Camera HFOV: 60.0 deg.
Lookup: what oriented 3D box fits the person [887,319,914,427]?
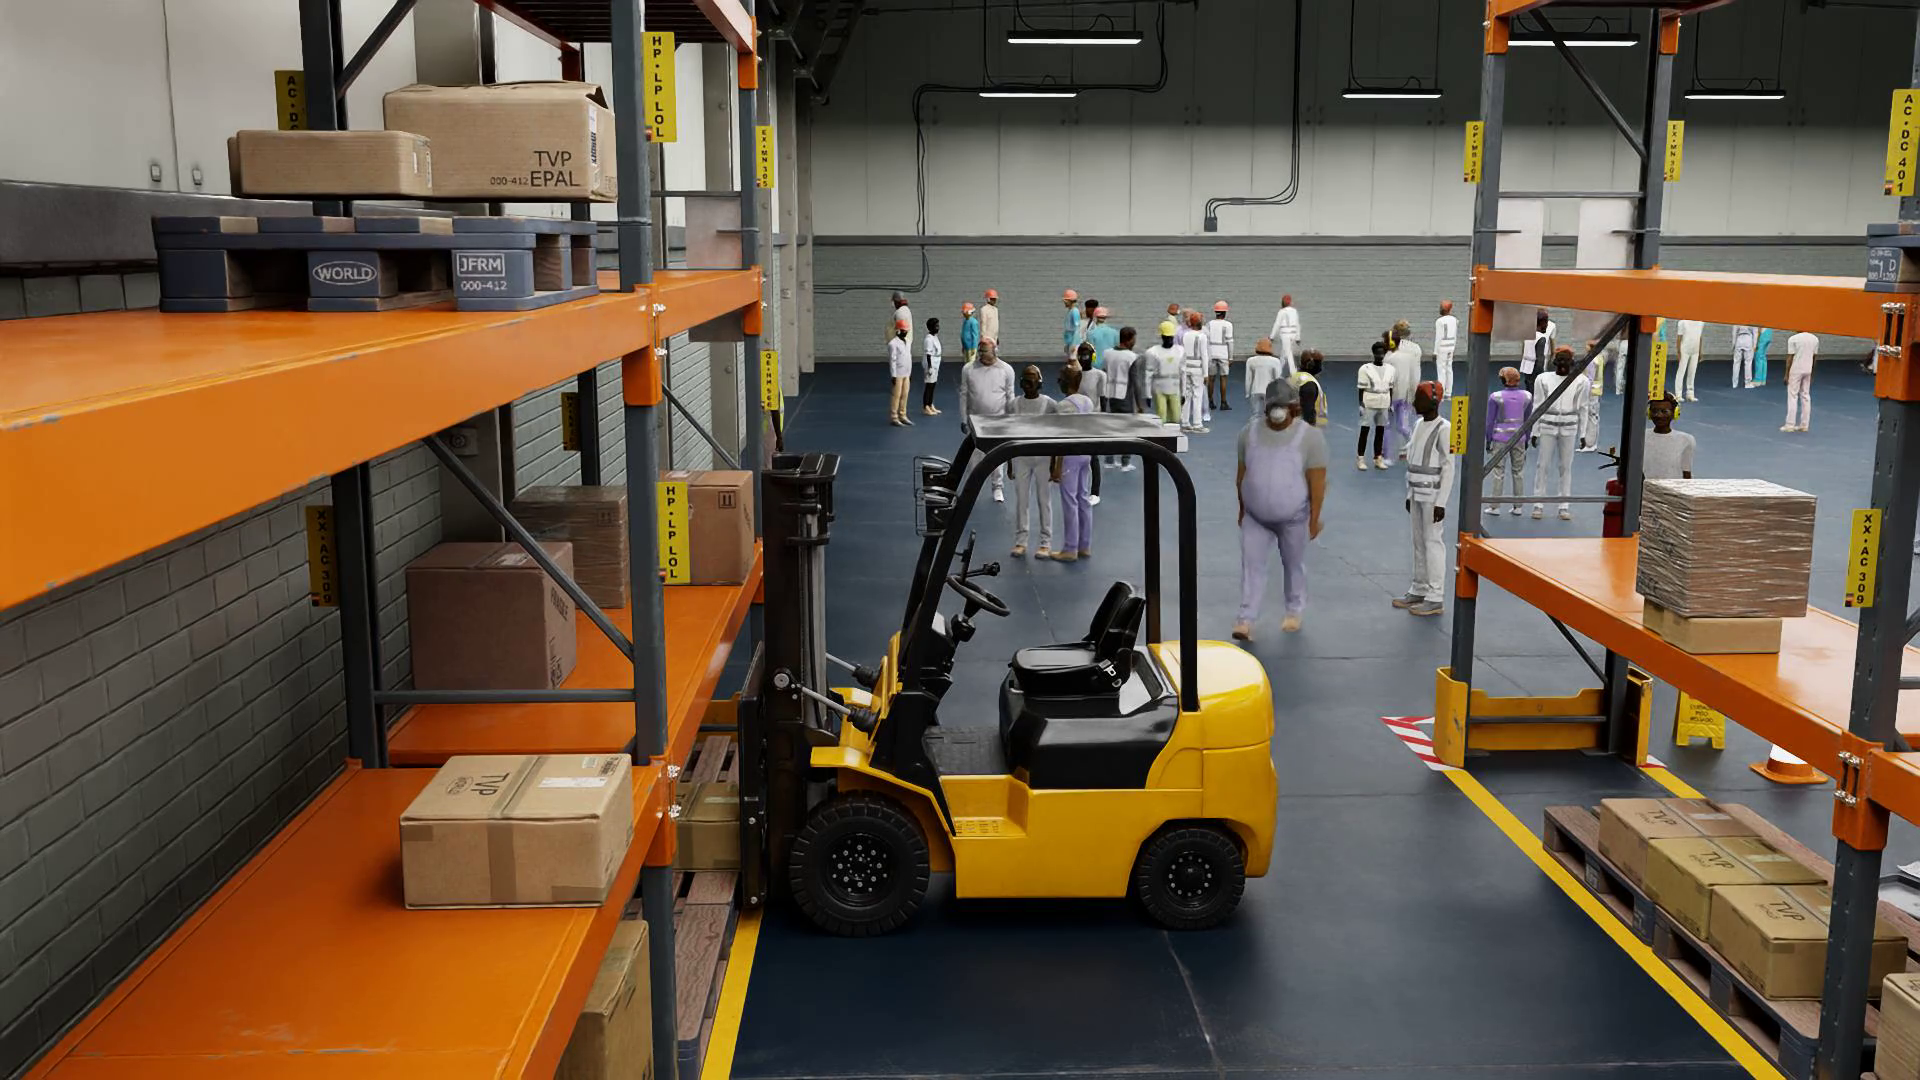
[{"bbox_3d":[-0.948,-2.721,27.027,0.335,1.748,0.569,6,12,29],"label":"person"}]

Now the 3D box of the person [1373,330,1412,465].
[{"bbox_3d":[5.832,-1.870,22.078,0.523,1.835,0.739,-6,12,-29],"label":"person"}]

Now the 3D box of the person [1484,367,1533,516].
[{"bbox_3d":[5.990,-1.072,18.179,0.514,1.634,0.313,-1,10,-5],"label":"person"}]

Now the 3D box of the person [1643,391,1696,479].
[{"bbox_3d":[5.310,-0.211,12.716,0.508,1.872,0.329,5,12,28],"label":"person"}]

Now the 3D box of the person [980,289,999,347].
[{"bbox_3d":[0.644,-4.261,34.926,0.389,1.992,0.625,6,12,29],"label":"person"}]

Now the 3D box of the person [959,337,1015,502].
[{"bbox_3d":[0.306,-1.383,19.164,0.637,1.901,0.403,1,10,5],"label":"person"}]

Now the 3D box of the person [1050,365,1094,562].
[{"bbox_3d":[1.050,-0.717,15.597,0.348,1.846,0.506,8,13,39],"label":"person"}]

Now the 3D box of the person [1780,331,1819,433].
[{"bbox_3d":[13.188,-2.597,26.114,0.501,1.839,0.341,-2,10,-13],"label":"person"}]

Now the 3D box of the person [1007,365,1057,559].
[{"bbox_3d":[0.680,-0.737,15.750,0.501,1.839,0.342,3,11,17],"label":"person"}]

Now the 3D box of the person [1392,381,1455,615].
[{"bbox_3d":[3.758,-0.342,13.403,0.342,1.882,0.587,-2,10,-10],"label":"person"}]

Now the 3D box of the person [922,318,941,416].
[{"bbox_3d":[-0.487,-2.991,28.704,0.321,1.689,0.530,2,10,11],"label":"person"}]

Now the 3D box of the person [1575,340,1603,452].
[{"bbox_3d":[8.995,-2.069,23.693,0.307,1.645,0.518,6,12,31],"label":"person"}]

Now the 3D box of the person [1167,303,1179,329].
[{"bbox_3d":[4.710,-4.435,36.929,0.280,1.626,0.501,2,10,13],"label":"person"}]

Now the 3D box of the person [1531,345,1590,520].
[{"bbox_3d":[6.454,-1.155,17.934,0.573,1.883,0.359,3,11,16],"label":"person"}]

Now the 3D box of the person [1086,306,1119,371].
[{"bbox_3d":[2.377,-2.823,27.078,0.627,1.951,0.990,-4,11,-22],"label":"person"}]

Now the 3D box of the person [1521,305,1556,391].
[{"bbox_3d":[10.556,-3.365,30.391,0.566,1.837,0.404,3,11,15],"label":"person"}]

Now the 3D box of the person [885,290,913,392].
[{"bbox_3d":[-1.217,-3.954,33.088,0.536,2.000,0.684,1,10,6],"label":"person"}]

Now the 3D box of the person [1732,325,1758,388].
[{"bbox_3d":[16.120,-3.993,34.156,0.486,1.735,0.322,10,14,44],"label":"person"}]

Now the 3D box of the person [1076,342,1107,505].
[{"bbox_3d":[1.428,-1.325,18.959,0.511,1.862,0.329,8,13,37],"label":"person"}]

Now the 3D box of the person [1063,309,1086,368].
[{"bbox_3d":[2.311,-3.926,34.098,0.753,1.607,0.547,-9,14,-41],"label":"person"}]

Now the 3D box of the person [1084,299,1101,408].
[{"bbox_3d":[2.400,-3.354,29.954,0.365,1.962,0.614,-2,10,-12],"label":"person"}]

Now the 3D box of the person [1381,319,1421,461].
[{"bbox_3d":[5.997,-2.048,22.775,0.626,1.934,0.373,8,13,37],"label":"person"}]

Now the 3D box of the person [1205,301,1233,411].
[{"bbox_3d":[4.609,-3.266,29.545,0.545,1.938,0.361,7,12,35],"label":"person"}]

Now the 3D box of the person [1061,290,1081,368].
[{"bbox_3d":[2.186,-3.912,32.849,0.391,2.040,0.615,-1,10,-5],"label":"person"}]

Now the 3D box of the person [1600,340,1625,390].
[{"bbox_3d":[13.119,-3.936,33.461,1.037,1.882,0.656,-5,11,-26],"label":"person"}]

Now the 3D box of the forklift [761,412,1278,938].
[{"bbox_3d":[0.291,0.548,7.580,2.313,2.155,1.214,0,10,-2],"label":"forklift"}]

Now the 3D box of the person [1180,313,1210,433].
[{"bbox_3d":[3.675,-2.611,26.046,0.355,1.883,0.575,-7,13,-36],"label":"person"}]

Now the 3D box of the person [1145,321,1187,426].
[{"bbox_3d":[2.823,-2.043,22.789,0.607,1.907,0.456,-2,10,-14],"label":"person"}]

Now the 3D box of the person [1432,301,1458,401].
[{"bbox_3d":[9.101,-3.550,31.273,0.574,1.884,0.356,-8,13,-38],"label":"person"}]

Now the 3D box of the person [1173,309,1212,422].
[{"bbox_3d":[3.887,-2.924,27.887,0.684,1.858,0.724,0,10,-1],"label":"person"}]

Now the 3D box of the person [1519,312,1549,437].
[{"bbox_3d":[8.844,-2.547,25.623,0.397,1.911,0.588,0,10,0],"label":"person"}]

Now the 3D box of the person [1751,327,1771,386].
[{"bbox_3d":[16.632,-4.109,34.536,0.359,1.835,0.512,10,14,44],"label":"person"}]

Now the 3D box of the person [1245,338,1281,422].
[{"bbox_3d":[4.307,-2.055,23.641,0.507,1.632,0.267,4,11,22],"label":"person"}]

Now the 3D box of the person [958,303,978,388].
[{"bbox_3d":[0.170,-3.952,33.869,0.332,1.753,0.561,-4,11,-22],"label":"person"}]

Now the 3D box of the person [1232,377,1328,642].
[{"bbox_3d":[2.390,-0.260,12.506,0.700,2.000,1.028,4,11,22],"label":"person"}]

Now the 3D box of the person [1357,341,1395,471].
[{"bbox_3d":[5.447,-1.756,21.789,0.536,1.699,0.321,-3,11,-14],"label":"person"}]

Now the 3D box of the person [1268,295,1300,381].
[{"bbox_3d":[6.985,-4.370,35.966,0.593,1.839,0.958,-10,14,-43],"label":"person"}]

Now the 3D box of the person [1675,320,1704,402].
[{"bbox_3d":[13.627,-3.492,31.058,0.508,1.846,0.345,-2,10,-10],"label":"person"}]

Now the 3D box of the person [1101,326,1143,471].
[{"bbox_3d":[2.114,-1.843,21.738,0.452,1.910,0.623,-9,14,-42],"label":"person"}]

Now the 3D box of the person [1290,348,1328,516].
[{"bbox_3d":[3.785,-1.167,18.148,0.429,1.839,0.626,0,10,0],"label":"person"}]
